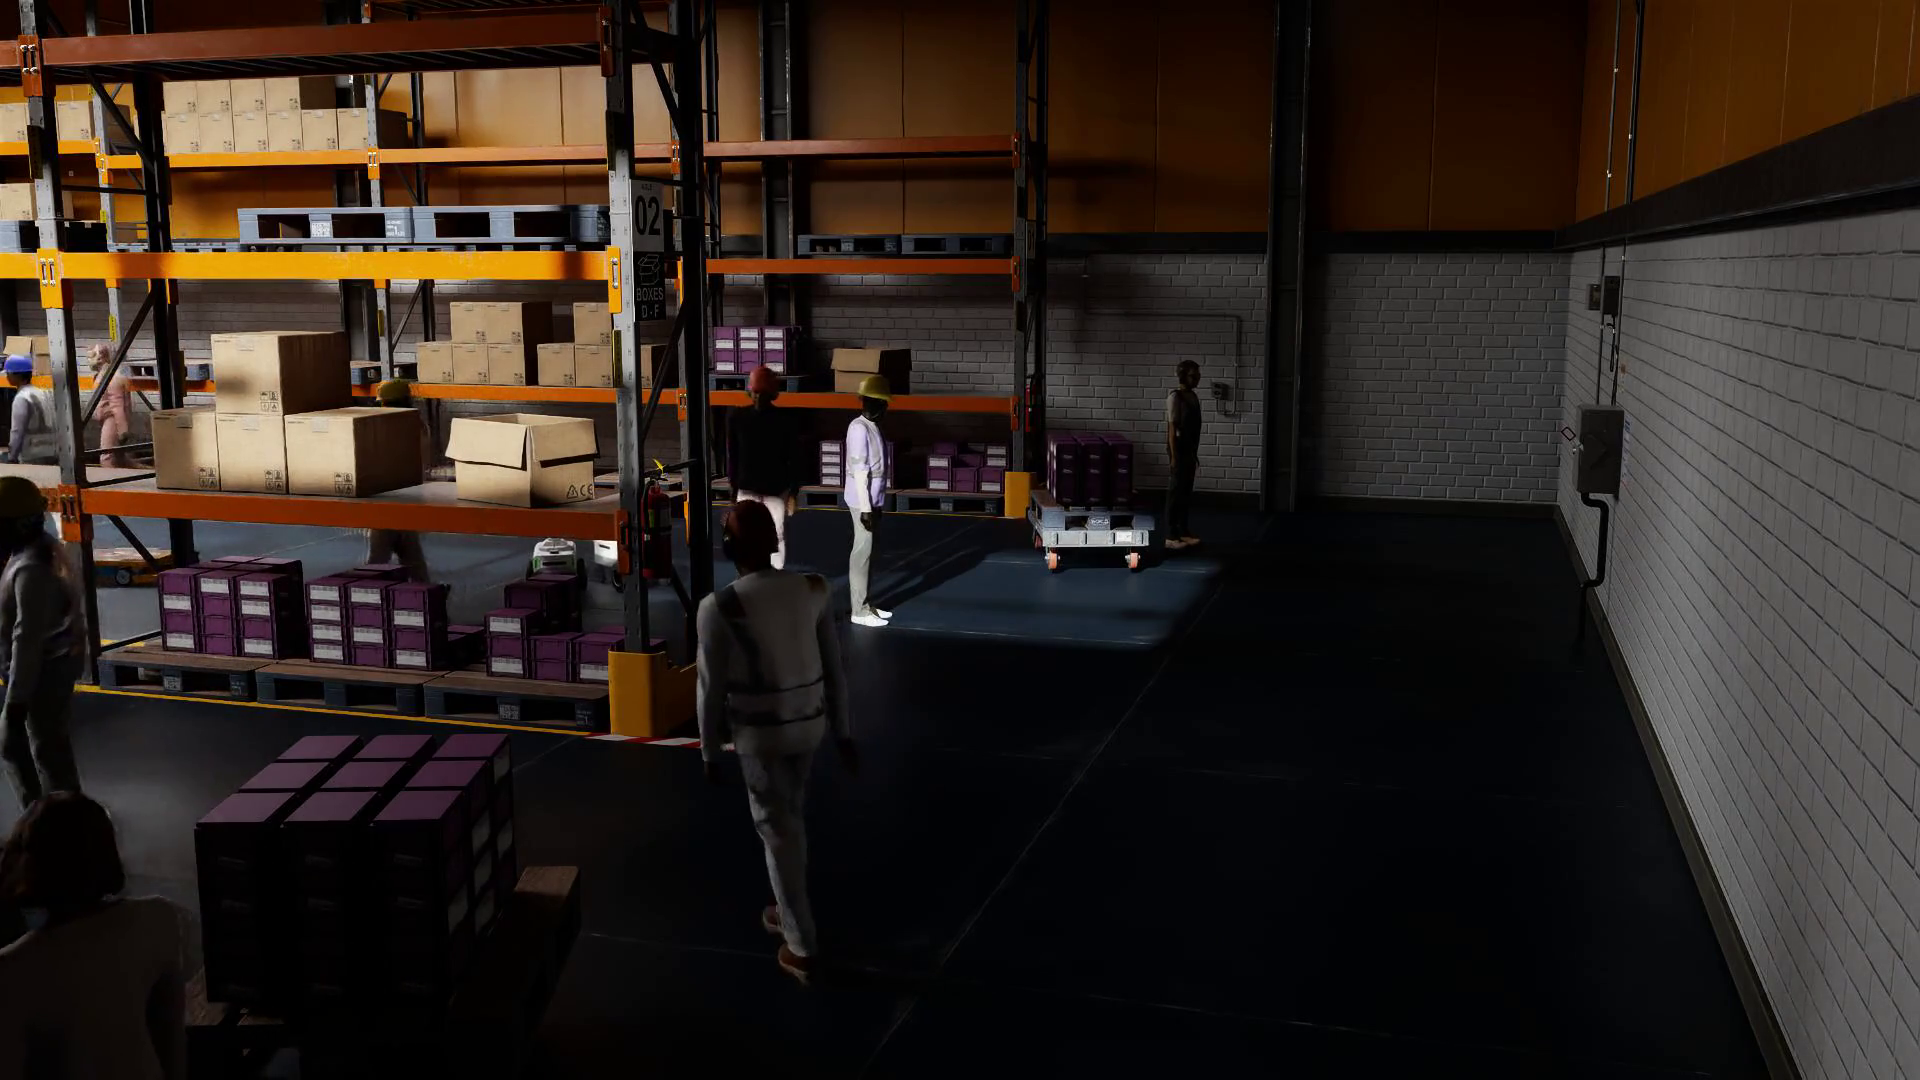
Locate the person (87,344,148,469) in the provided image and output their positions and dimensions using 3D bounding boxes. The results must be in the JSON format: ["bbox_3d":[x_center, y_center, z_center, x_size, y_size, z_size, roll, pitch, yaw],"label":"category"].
[{"bbox_3d":[-9.603,-1.311,19.055,0.728,1.877,0.678,-5,11,-29],"label":"person"}]

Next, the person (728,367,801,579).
[{"bbox_3d":[-1.577,-0.403,13.270,0.630,1.953,0.774,2,9,10],"label":"person"}]

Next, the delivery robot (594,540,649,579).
[{"bbox_3d":[-2.842,0.085,14.276,0.477,0.478,0.707,-8,12,-40],"label":"delivery robot"}]

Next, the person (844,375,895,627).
[{"bbox_3d":[-0.690,-0.308,12.796,0.385,1.924,0.585,1,9,6],"label":"person"}]

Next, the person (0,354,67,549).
[{"bbox_3d":[-9.036,-0.822,15.984,0.969,1.897,0.643,-3,10,-18],"label":"person"}]

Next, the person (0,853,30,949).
[{"bbox_3d":[-3.960,0.812,6.370,0.667,1.787,0.611,-5,10,-26],"label":"person"}]

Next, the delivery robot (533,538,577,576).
[{"bbox_3d":[-3.358,0.164,13.796,0.477,0.478,0.707,-2,10,-12],"label":"delivery robot"}]

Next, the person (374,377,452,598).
[{"bbox_3d":[-4.234,-0.308,12.858,0.575,1.902,0.589,3,10,15],"label":"person"}]

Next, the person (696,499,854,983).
[{"bbox_3d":[-0.764,0.758,6.503,0.620,1.853,0.754,-7,11,-35],"label":"person"}]

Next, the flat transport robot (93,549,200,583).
[{"bbox_3d":[-7.503,0.215,14.631,1.431,0.197,0.652,0,9,3],"label":"flat transport robot"}]

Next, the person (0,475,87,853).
[{"bbox_3d":[-4.244,0.609,7.511,0.547,1.817,0.627,-5,10,-27],"label":"person"}]

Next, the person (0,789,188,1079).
[{"bbox_3d":[-1.857,1.353,3.643,0.567,1.613,0.501,5,11,28],"label":"person"}]

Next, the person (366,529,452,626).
[{"bbox_3d":[-4.007,-0.005,11.937,0.838,1.598,0.525,3,10,17],"label":"person"}]

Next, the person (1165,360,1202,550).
[{"bbox_3d":[2.194,-0.834,16.243,0.330,1.844,0.520,6,11,32],"label":"person"}]
